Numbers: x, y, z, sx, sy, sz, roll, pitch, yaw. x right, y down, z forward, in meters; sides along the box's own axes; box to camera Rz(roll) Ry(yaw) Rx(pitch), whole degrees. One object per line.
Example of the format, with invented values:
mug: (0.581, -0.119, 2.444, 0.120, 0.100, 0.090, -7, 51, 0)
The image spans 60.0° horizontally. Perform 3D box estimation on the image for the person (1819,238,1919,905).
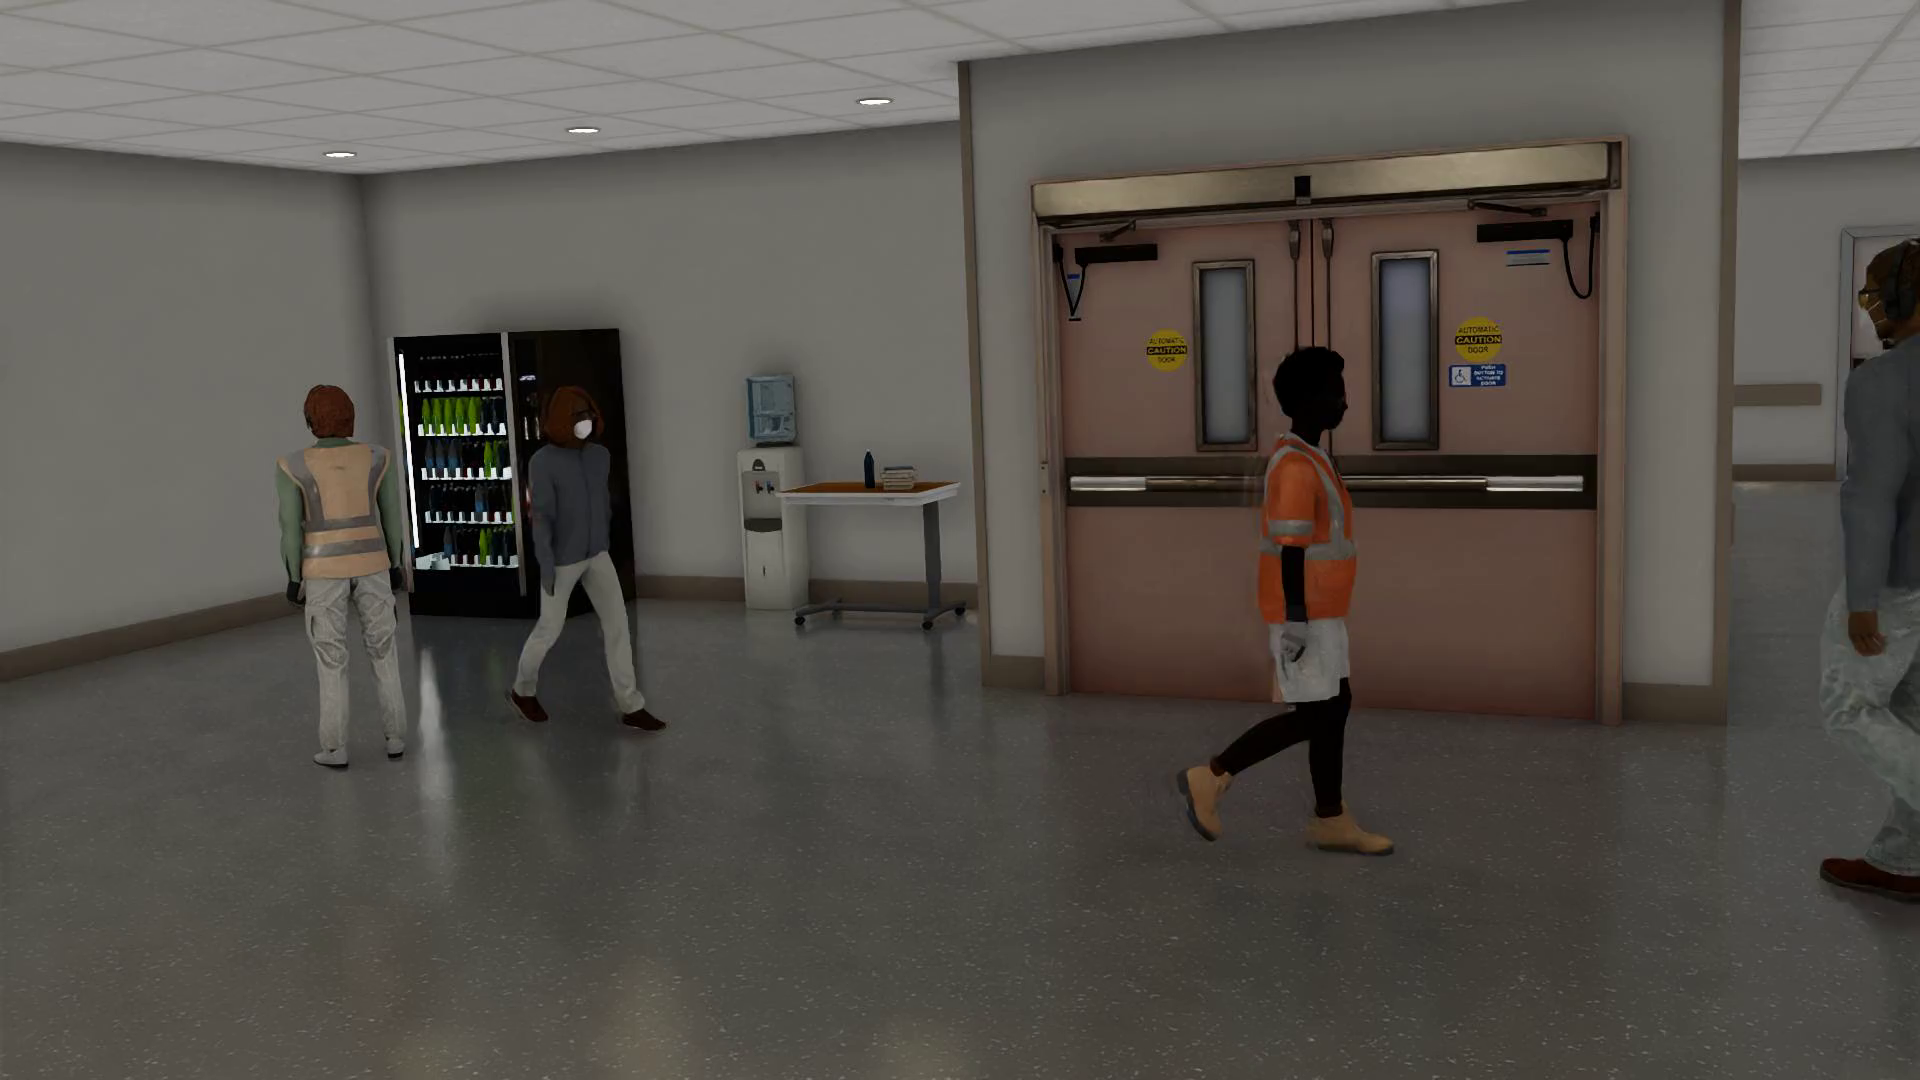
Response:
person: (2.701, 0.122, 4.650, 0.641, 1.923, 0.579, -6, 8, -26)

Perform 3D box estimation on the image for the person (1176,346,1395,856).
person: (1.051, 0.217, 5.375, 0.610, 1.683, 0.538, 0, 8, 17)

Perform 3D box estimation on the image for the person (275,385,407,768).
person: (-2.633, 0.155, 7.132, 0.513, 1.641, 0.307, -8, 9, -35)

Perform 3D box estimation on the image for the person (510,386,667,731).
person: (-1.797, 0.083, 7.636, 0.865, 1.589, 0.498, 3, 9, 35)
